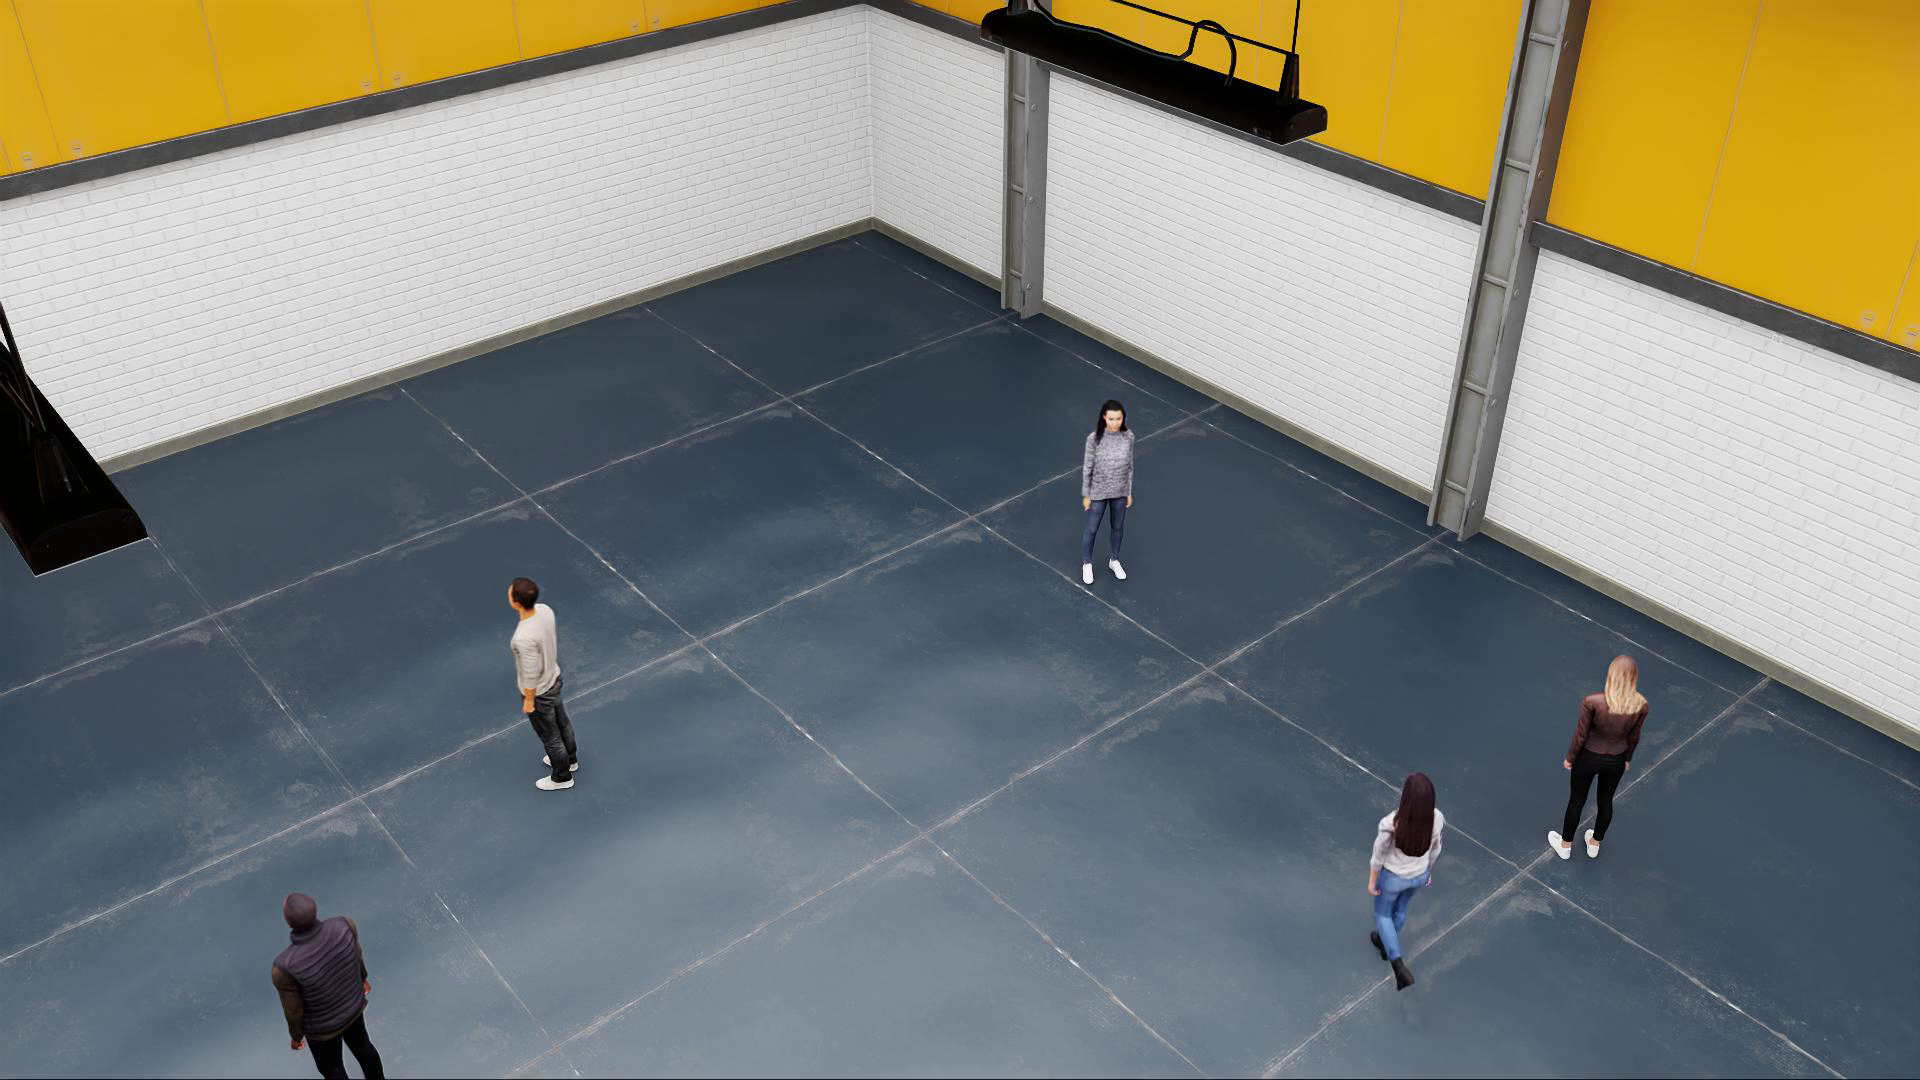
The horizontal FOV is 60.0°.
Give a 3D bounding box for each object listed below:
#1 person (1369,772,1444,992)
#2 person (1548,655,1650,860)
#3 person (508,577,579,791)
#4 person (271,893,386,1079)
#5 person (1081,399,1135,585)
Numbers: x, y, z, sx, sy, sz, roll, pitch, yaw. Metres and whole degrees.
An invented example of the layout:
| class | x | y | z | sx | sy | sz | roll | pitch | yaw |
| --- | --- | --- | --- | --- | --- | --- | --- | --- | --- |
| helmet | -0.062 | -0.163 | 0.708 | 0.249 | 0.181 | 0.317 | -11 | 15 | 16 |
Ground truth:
| class | x | y | z | sx | sy | sz | roll | pitch | yaw |
| --- | --- | --- | --- | --- | --- | --- | --- | --- | --- |
| person | 2.818 | 2.170 | 10.480 | 0.850 | 1.613 | 1.000 | -7 | 34 | -10 |
| person | 4.391 | 1.501 | 11.403 | 0.671 | 1.704 | 0.708 | 0 | 34 | 0 |
| person | -3.013 | 1.032 | 12.012 | 0.774 | 1.811 | 0.723 | 4 | 34 | 6 |
| person | -3.589 | 2.693 | 9.490 | 0.687 | 1.836 | 0.765 | 19 | 38 | 26 |
| person | 1.272 | -0.435 | 14.290 | 0.685 | 1.733 | 0.677 | -7 | 34 | -11 |
